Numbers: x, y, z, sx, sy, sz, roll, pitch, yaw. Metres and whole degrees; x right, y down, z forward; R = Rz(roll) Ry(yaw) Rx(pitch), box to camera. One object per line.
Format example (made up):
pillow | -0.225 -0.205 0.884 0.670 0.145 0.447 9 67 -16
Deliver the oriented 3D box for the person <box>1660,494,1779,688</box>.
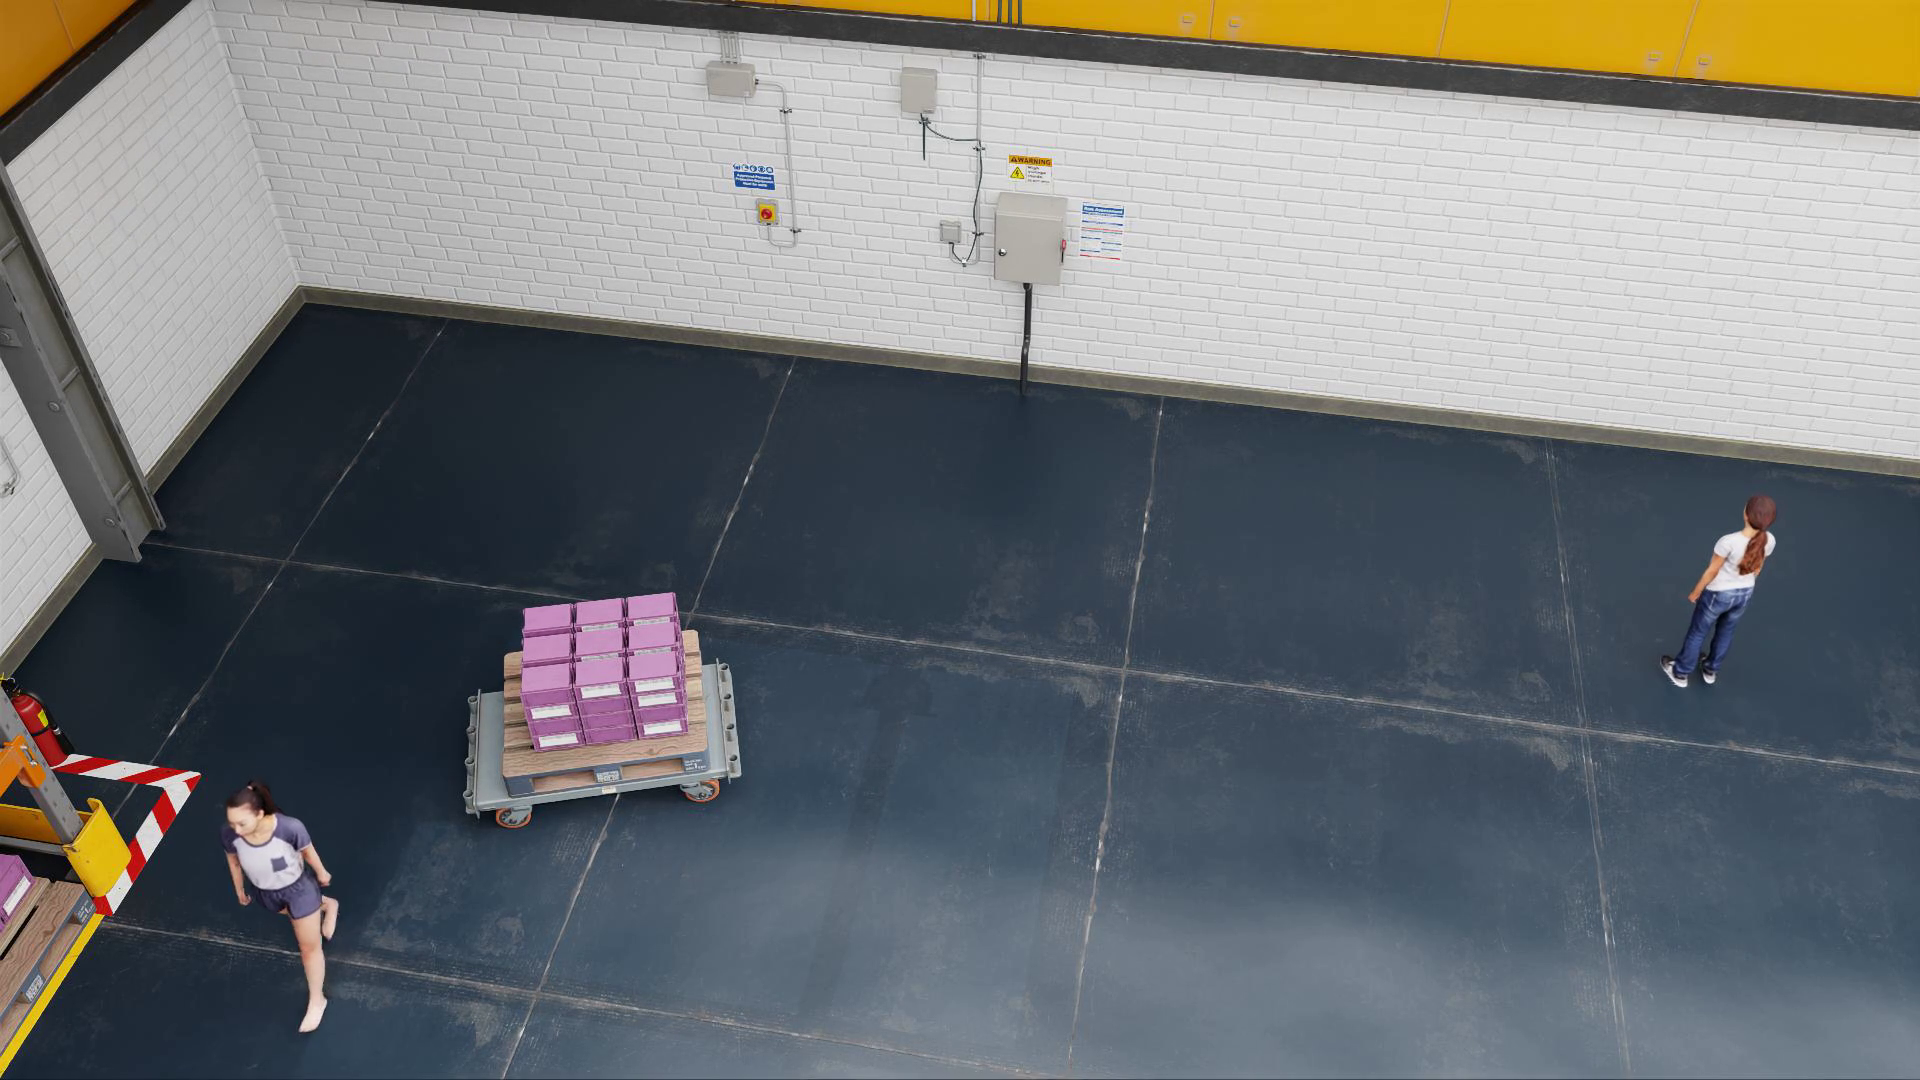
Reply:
person | 4.866 0.319 10.552 0.586 1.563 0.590 -4 44 -5

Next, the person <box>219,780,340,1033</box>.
person | -3.603 1.808 8.959 0.696 1.606 1.080 2 44 3
